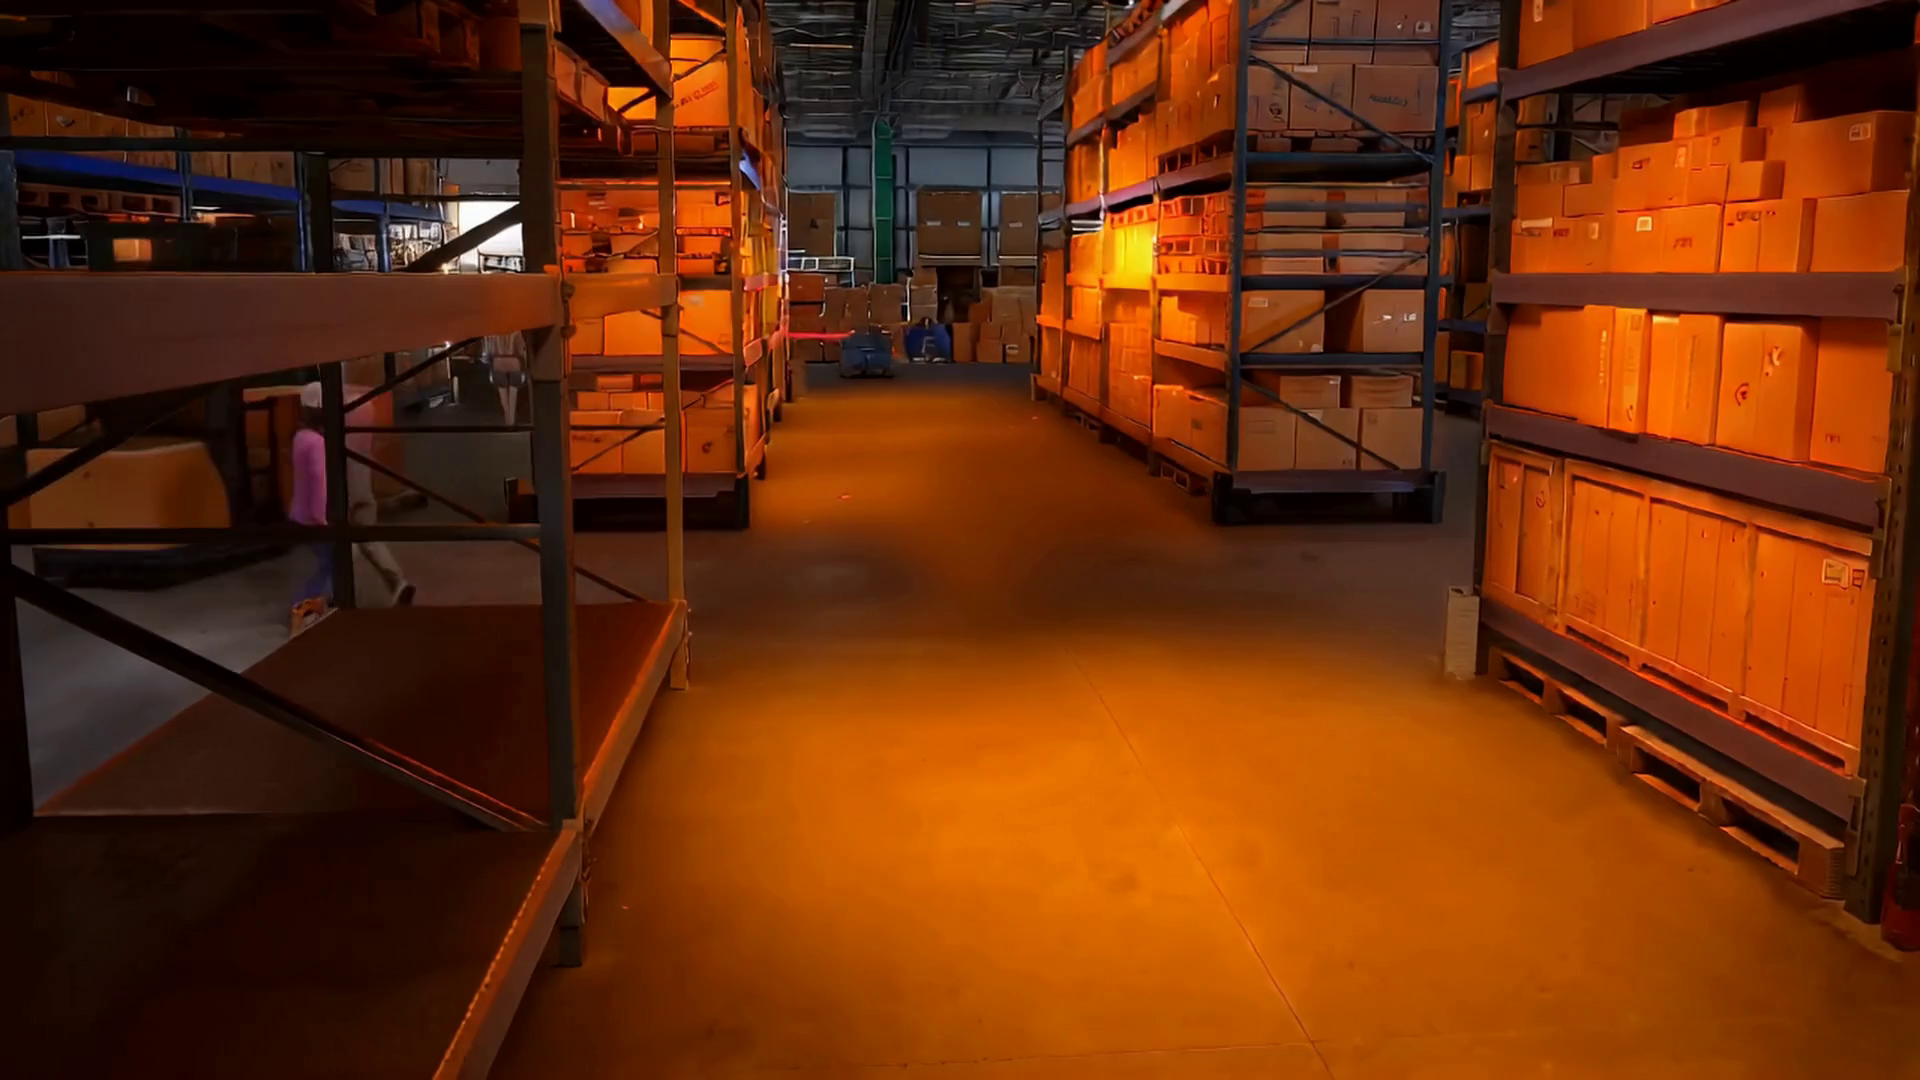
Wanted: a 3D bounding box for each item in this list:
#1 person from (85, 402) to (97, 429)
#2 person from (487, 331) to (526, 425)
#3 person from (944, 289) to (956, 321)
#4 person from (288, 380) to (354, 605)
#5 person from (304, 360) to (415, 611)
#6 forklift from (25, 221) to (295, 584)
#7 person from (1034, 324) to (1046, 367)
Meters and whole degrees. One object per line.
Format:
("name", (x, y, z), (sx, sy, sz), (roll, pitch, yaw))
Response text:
("person", (-13.317, -2.512, 25.627), (0.552, 1.677, 0.565), (-1, 9, -4))
("person", (-7.074, -2.665, 25.962), (0.556, 1.904, 0.939), (-1, 9, -6))
("person", (-0.420, -9.301, 67.797), (0.407, 1.832, 0.545), (8, 12, 40))
("person", (-4.085, -0.142, 10.555), (0.412, 1.741, 0.621), (-5, 10, -27))
("person", (-4.226, -0.357, 11.532), (0.851, 1.876, 0.636), (5, 10, 28))
("forklift", (-6.477, -1.154, 13.378), (1.129, 2.768, 1.873), (2, 9, 10))
("person", (1.734, -4.045, 34.615), (0.463, 1.889, 0.679), (-1, 9, -7))
